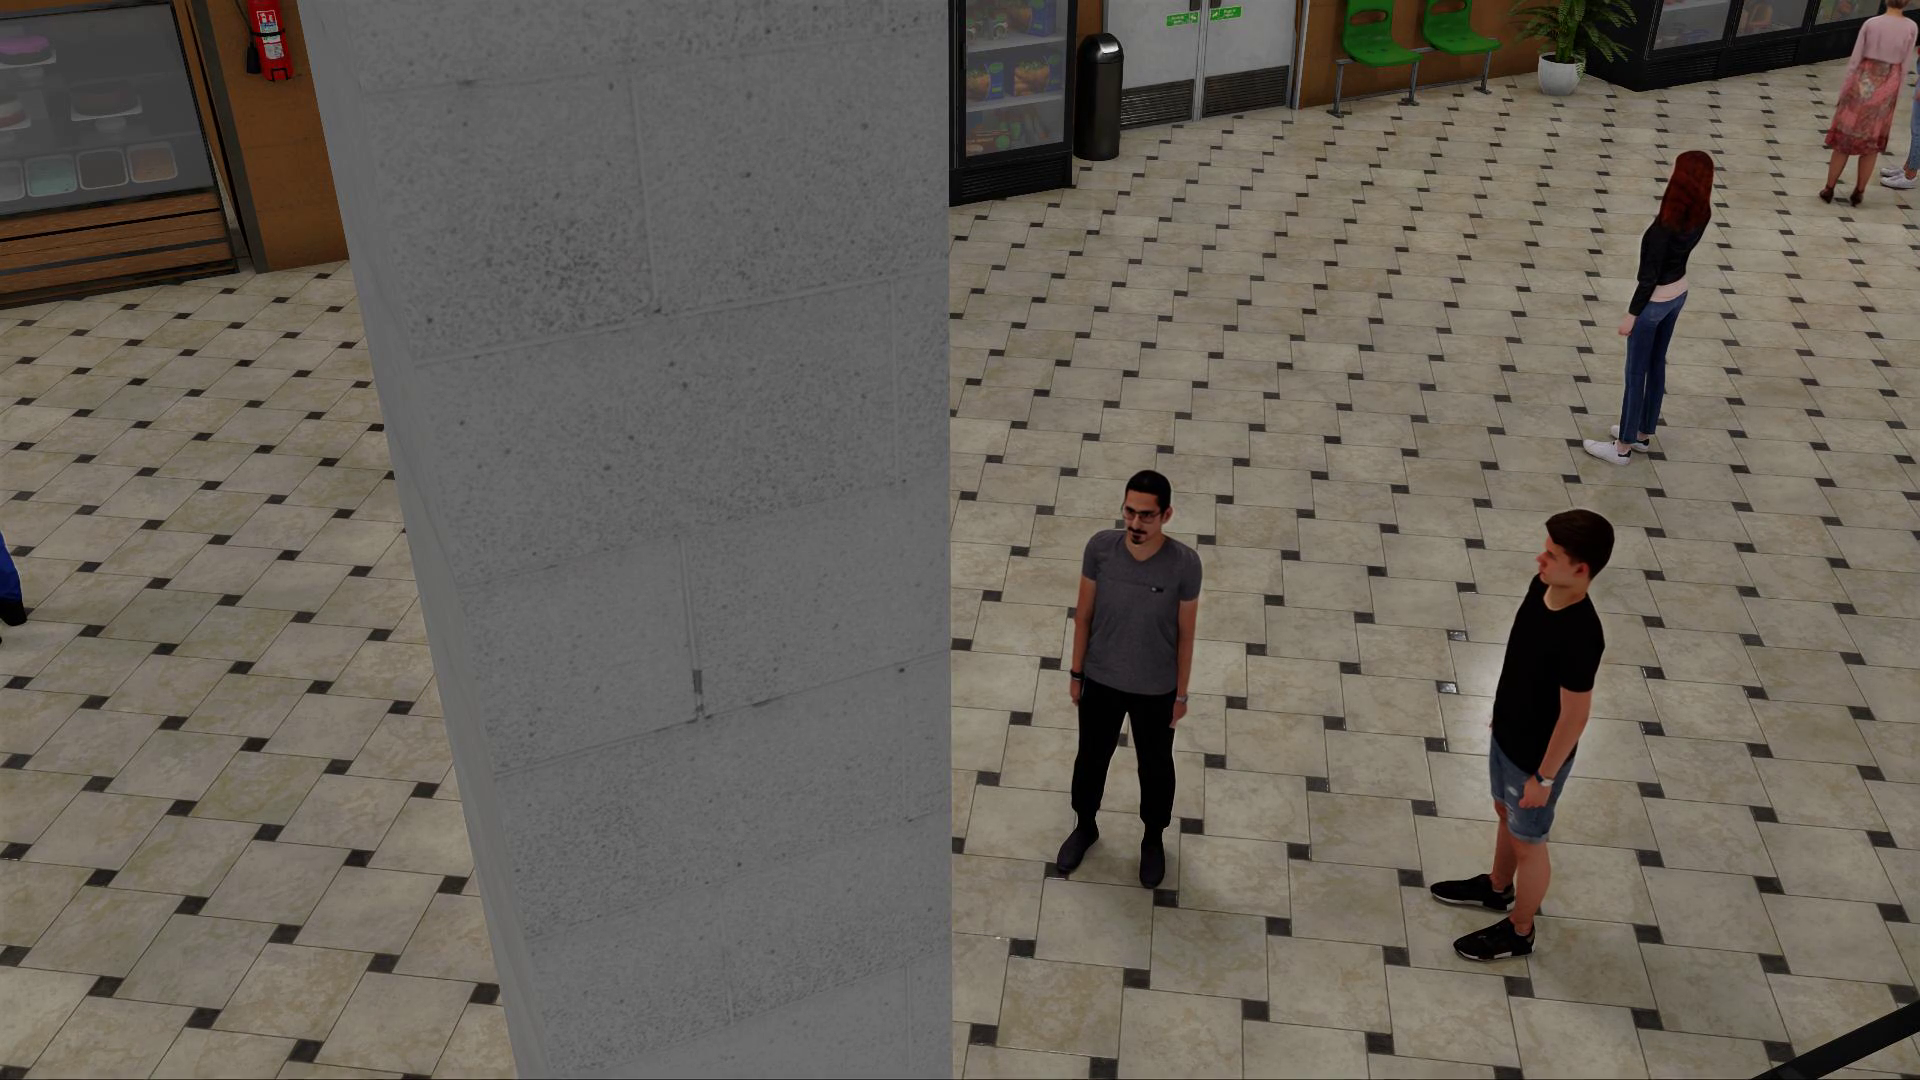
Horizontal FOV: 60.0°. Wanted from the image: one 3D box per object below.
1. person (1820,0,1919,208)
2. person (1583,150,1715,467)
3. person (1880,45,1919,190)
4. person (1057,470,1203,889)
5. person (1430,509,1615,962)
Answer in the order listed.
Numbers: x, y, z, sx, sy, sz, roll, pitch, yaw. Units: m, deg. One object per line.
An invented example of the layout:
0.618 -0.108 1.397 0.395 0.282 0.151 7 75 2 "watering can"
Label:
6.852 -3.352 12.502 0.686 1.690 0.747 11 34 17 "person"
3.785 -1.256 9.042 0.623 1.787 0.619 -23 39 -32 "person"
7.497 -3.574 12.846 0.723 1.703 0.690 14 35 22 "person"
0.642 0.510 6.233 0.699 1.755 0.746 9 33 13 "person"
2.027 0.696 5.848 0.795 1.846 0.658 0 32 0 "person"
